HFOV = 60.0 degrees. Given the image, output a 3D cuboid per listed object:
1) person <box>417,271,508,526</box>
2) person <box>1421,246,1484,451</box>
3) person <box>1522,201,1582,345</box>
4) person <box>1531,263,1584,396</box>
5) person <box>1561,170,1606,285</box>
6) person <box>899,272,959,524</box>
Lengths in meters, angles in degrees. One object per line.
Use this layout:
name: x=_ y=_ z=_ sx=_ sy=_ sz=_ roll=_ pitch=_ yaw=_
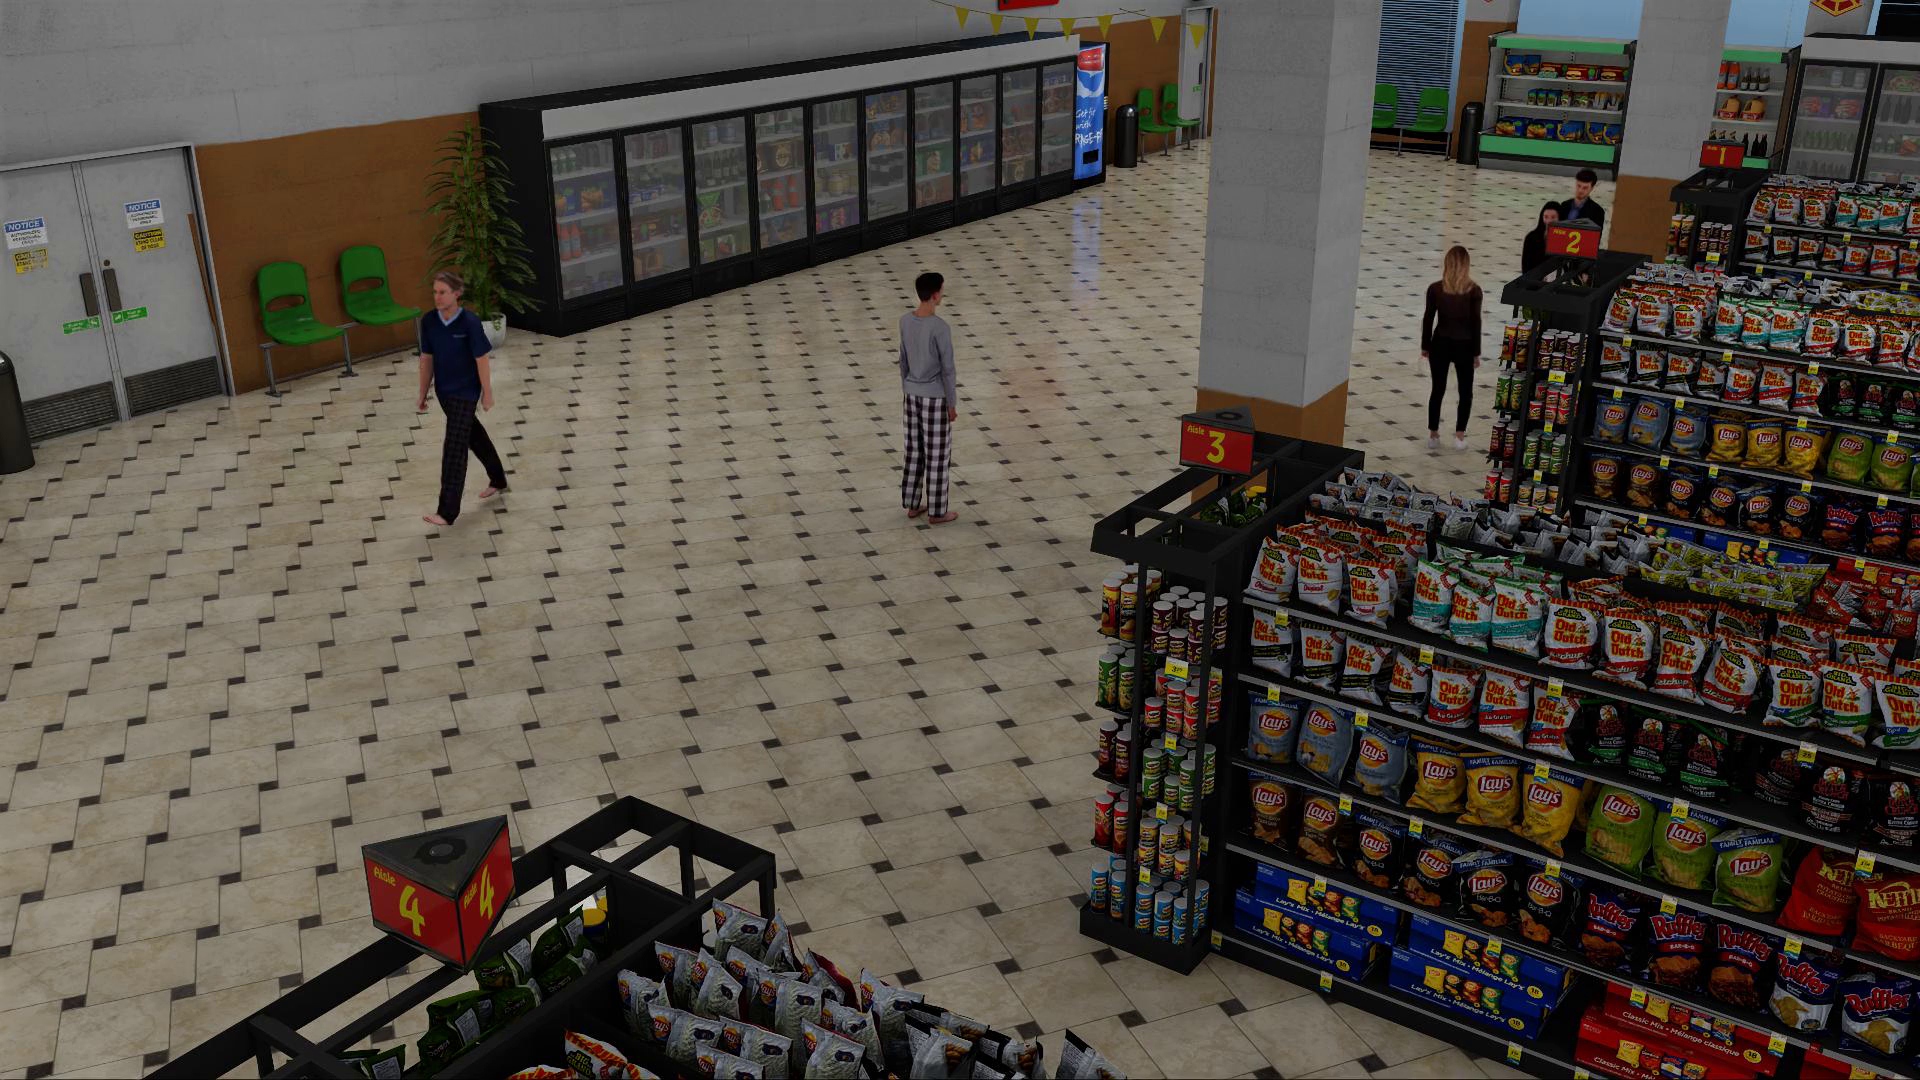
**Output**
person: x=-3.625 y=-1.056 z=12.228 sx=1.215 sy=1.803 sz=0.860 roll=10 pitch=24 yaw=24
person: x=3.990 y=-1.537 z=13.566 sx=0.536 sy=1.697 sz=0.744 roll=12 pitch=25 yaw=27
person: x=5.473 y=-2.287 z=15.392 sx=0.775 sy=1.728 sz=0.788 roll=10 pitch=24 yaw=24
person: x=5.213 y=-1.908 z=14.571 sx=0.534 sy=1.636 sz=0.606 roll=15 pitch=26 yaw=33
person: x=6.014 y=-2.664 z=16.152 sx=0.963 sy=1.860 sz=0.990 roll=-12 pitch=25 yaw=-27
person: x=-0.240 y=-1.036 z=12.118 sx=0.490 sy=1.847 sz=0.699 roll=17 pitch=27 yaw=36
